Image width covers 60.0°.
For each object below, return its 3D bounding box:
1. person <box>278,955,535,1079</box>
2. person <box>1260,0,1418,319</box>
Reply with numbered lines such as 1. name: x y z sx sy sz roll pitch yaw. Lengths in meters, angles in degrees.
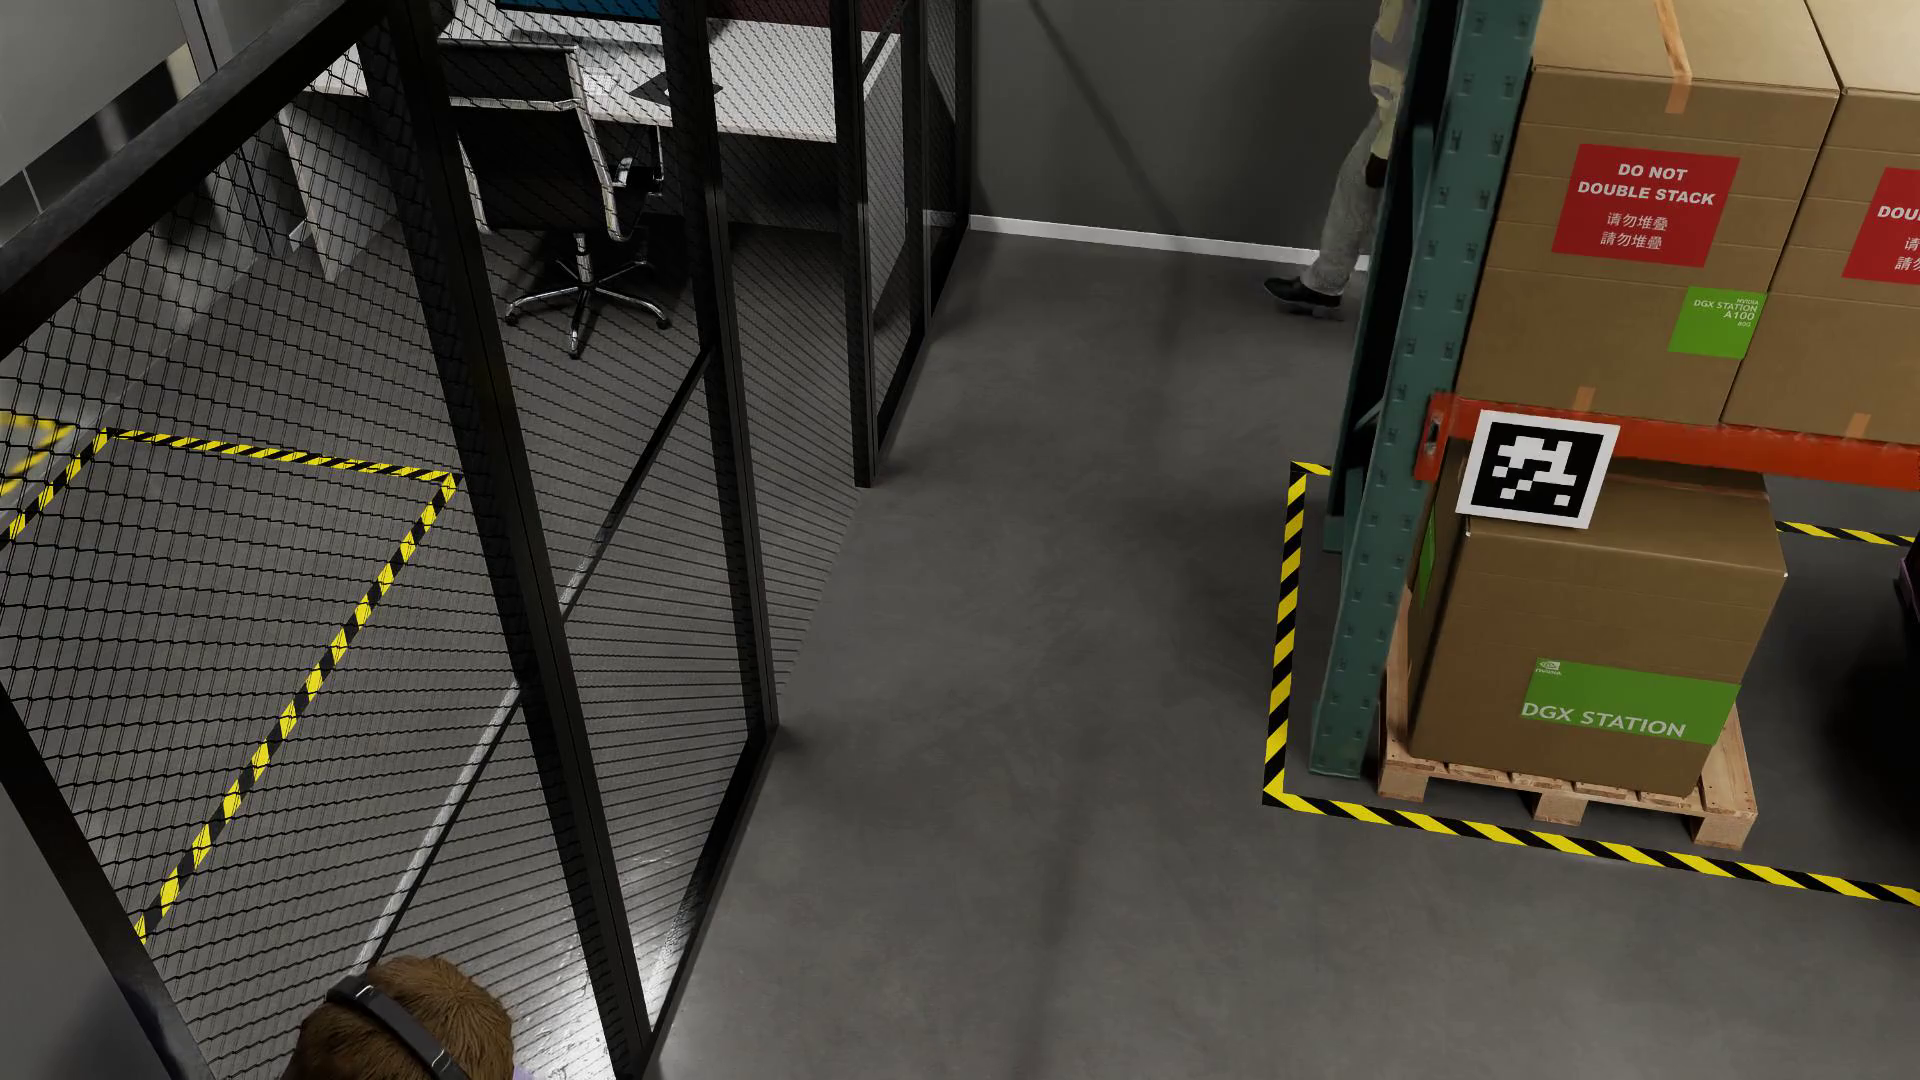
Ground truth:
1. person: -0.532 1.153 2.170 0.636 1.939 0.362 18 44 20
2. person: 1.338 -1.380 5.185 0.785 1.799 0.631 8 42 10
